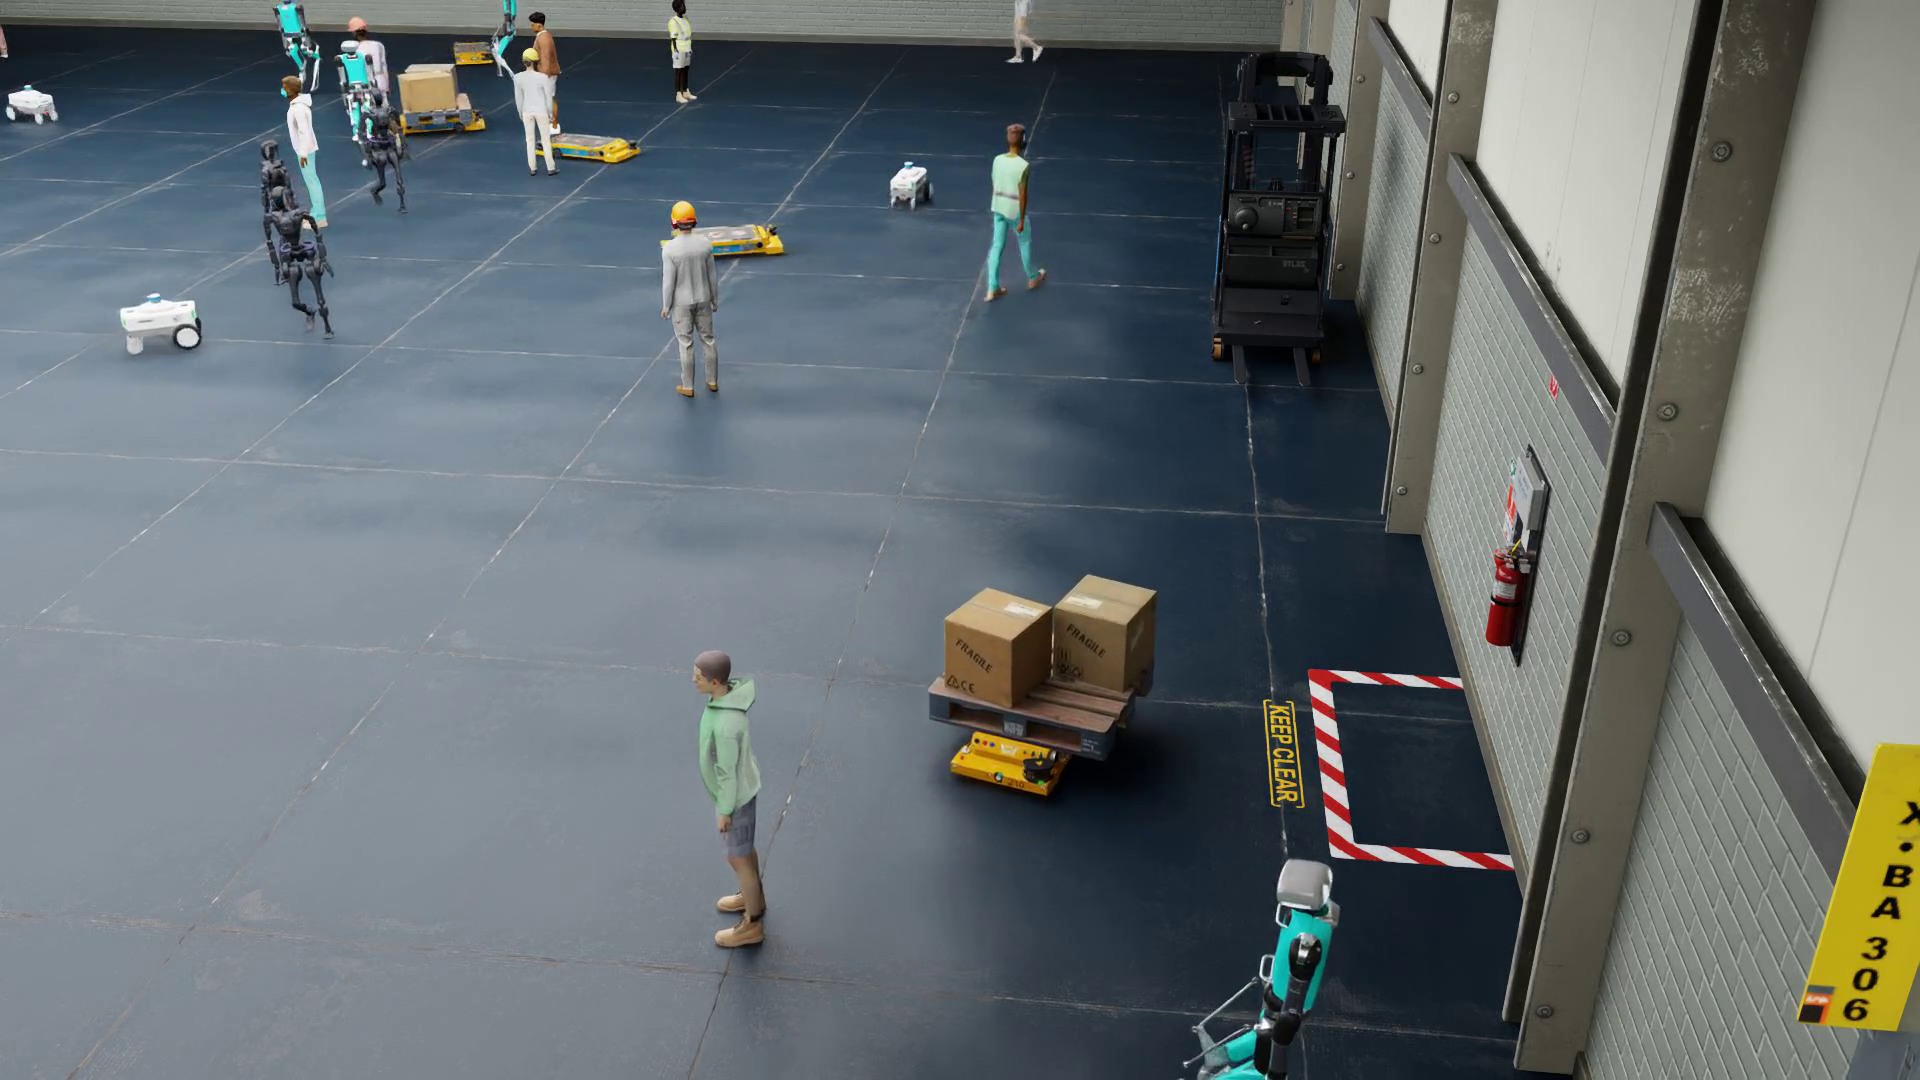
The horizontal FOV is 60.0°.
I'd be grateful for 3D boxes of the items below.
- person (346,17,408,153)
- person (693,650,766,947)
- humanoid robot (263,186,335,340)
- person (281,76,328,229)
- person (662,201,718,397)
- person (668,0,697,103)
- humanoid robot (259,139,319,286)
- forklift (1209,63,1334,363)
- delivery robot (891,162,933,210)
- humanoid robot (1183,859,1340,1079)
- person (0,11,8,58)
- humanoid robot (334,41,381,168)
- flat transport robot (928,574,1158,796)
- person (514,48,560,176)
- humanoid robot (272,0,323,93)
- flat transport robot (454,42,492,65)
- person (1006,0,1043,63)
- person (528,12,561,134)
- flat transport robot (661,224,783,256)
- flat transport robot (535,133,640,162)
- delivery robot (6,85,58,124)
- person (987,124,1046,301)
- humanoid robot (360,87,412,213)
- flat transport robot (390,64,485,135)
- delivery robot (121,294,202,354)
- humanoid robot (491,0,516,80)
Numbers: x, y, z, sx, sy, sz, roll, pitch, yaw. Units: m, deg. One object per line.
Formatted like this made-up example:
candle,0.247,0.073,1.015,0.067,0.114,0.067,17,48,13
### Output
person,-8.623,-6.626,24.429,0.680,2.015,0.620,24,35,39
person,-1.209,1.349,8.817,0.315,1.734,0.476,-4,27,-8
humanoid robot,-6.873,-2.918,17.396,0.615,1.640,0.445,-4,27,-8
person,-8.344,-4.939,21.163,0.381,1.917,0.491,-11,29,-21
person,-2.575,-2.298,15.913,0.562,1.896,0.357,-15,30,-28
person,-4.676,-8.241,27.993,0.316,1.696,0.540,10,28,19
humanoid robot,-7.806,-3.823,19.251,0.590,1.637,0.752,17,31,30
forklift,3.241,-3.477,17.183,1.129,2.768,1.873,3,27,6
delivery robot,-0.681,-4.778,22.348,0.499,0.586,0.773,6,27,12
humanoid robot,1.136,2.128,7.294,0.898,1.819,0.549,7,27,13
person,-18.408,-10.019,31.318,0.409,1.903,0.641,18,32,32
humanoid robot,-8.623,-6.205,23.857,0.547,1.785,0.676,-3,27,-6
flat transport robot,0.522,1.151,10.841,0.659,0.231,1.431,11,29,21
person,-6.008,-6.050,23.553,0.525,1.760,0.335,2,27,5
humanoid robot,-11.211,-8.424,28.322,0.545,1.761,0.940,4,27,8
flat transport robot,-9.252,-9.248,31.601,0.659,0.231,1.431,-7,28,-14
person,1.196,-9.815,30.960,0.574,1.857,0.538,-1,27,-2
person,-6.421,-7.270,25.896,0.403,1.845,0.797,-7,27,-13
flat transport robot,-2.931,-3.650,20.426,1.431,0.231,0.659,-6,27,-13
flat transport robot,-5.565,-5.846,24.809,1.431,0.231,0.659,10,28,19
delivery robot,-15.002,-7.037,26.862,0.782,0.589,0.499,13,29,24
person,0.633,-3.705,18.682,0.499,1.932,0.984,17,31,31
humanoid robot,-7.567,-5.144,21.865,0.589,1.632,0.625,-20,33,-34
flat transport robot,-8.282,-6.596,26.305,1.431,0.231,0.659,-9,28,-17
delivery robot,-8.312,-2.263,17.359,0.803,0.614,0.499,-11,29,-21
humanoid robot,-8.259,-9.114,29.741,0.784,1.802,0.532,-3,27,-6
